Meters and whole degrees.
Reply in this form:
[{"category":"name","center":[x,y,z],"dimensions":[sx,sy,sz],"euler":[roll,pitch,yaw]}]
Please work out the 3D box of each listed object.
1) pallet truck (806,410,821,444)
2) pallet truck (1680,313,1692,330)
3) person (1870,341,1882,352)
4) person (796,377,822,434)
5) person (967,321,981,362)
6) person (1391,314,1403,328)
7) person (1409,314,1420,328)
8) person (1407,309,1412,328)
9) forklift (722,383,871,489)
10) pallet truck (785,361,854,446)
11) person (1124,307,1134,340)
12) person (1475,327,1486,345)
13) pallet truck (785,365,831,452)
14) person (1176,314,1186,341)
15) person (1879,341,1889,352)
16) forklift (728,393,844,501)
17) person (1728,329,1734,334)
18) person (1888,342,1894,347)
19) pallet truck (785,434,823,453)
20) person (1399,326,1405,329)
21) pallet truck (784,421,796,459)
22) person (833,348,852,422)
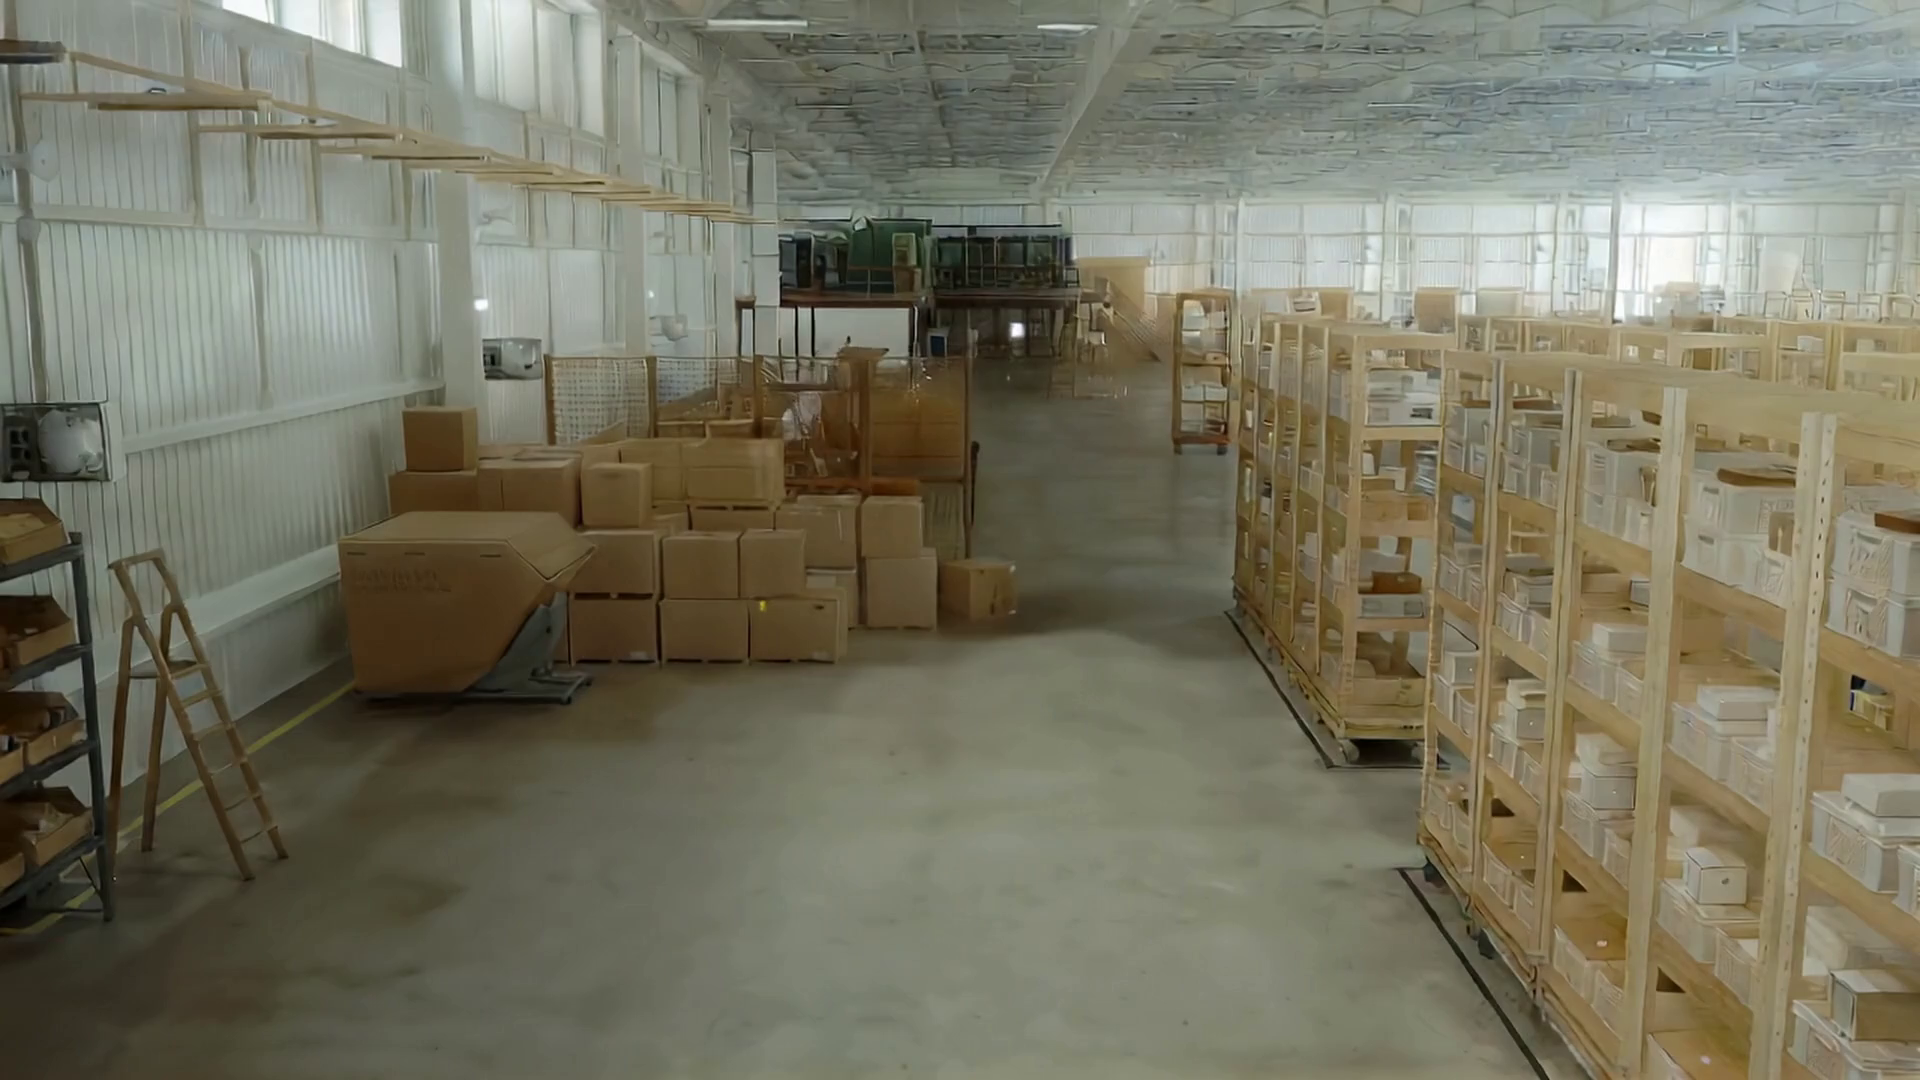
[{"category":"pallet truck","center":[-3.559,-2.018,33.905],"dimensions":[1.522,1.261,0.704],"euler":[0,9,-1]},{"category":"pallet truck","center":[36.315,-10.531,84.244],"dimensions":[0.823,1.965,1.885],"euler":[-6,11,-33]},{"category":"person","center":[34.021,-6.810,61.776],"dimensions":[0.749,1.841,0.526],"euler":[-3,10,-20]},{"category":"person","center":[-3.155,-2.561,35.609],"dimensions":[0.654,1.828,1.031],"euler":[4,10,25]},{"category":"person","center":[0.616,-8.932,74.844],"dimensions":[0.689,1.864,0.337],"euler":[0,9,-2]},{"category":"person","center":[21.767,-10.291,83.073],"dimensions":[0.638,1.914,0.670],"euler":[-6,11,-35]},{"category":"person","center":[23.722,-10.888,86.948],"dimensions":[0.434,1.831,0.644],"euler":[-4,10,-23]},{"category":"person","center":[25.600,-12.179,94.658],"dimensions":[0.398,1.918,0.586],"euler":[6,11,32]},{"category":"forklift","center":[-2.893,-1.687,28.729],"dimensions":[2.680,1.987,1.157],"euler":[0,9,-1]},{"category":"pallet truck","center":[-3.410,-3.193,38.978],"dimensions":[1.885,1.965,0.823],"euler":[0,9,-1]},{"category":"person","center":[9.960,-12.745,98.057],"dimensions":[0.605,1.946,0.395],"euler":[-4,10,-23]},{"category":"person","center":[22.794,-8.639,72.909],"dimensions":[0.560,1.896,0.987],"euler":[-3,10,-16]},{"category":"pallet truck","center":[-3.774,-2.976,37.635],"dimensions":[1.885,1.965,0.823],"euler":[1,9,5]},{"category":"person","center":[12.887,-12.528,97.109],"dimensions":[0.810,1.811,0.666],"euler":[-6,11,-33]},{"category":"person","center":[31.921,-6.189,57.580],"dimensions":[0.920,1.963,0.623],"euler":[6,11,35]},{"category":"forklift","center":[-2.979,-1.316,26.476],"dimensions":[2.680,1.987,1.157],"euler":[0,9,1]},{"category":"person","center":[30.578,-7.628,66.197],"dimensions":[0.929,2.000,0.682],"euler":[4,10,24]},{"category":"person","center":[32.812,-6.326,58.396],"dimensions":[0.611,1.964,0.364],"euler":[6,11,33]},{"category":"pallet truck","center":[-3.814,-2.432,36.419],"dimensions":[1.630,1.274,0.653],"euler":[0,9,1]},{"category":"person","center":[17.498,-7.547,66.118],"dimensions":[0.872,1.900,0.568],"euler":[-3,10,-16]},{"category":"pallet truck","center":[-4.013,-1.793,32.705],"dimensions":[1.601,1.201,0.680],"euler":[0,9,1]},{"category":"person","center":[-3.279,-4.158,44.894],"dimensions":[0.862,2.011,0.615],"euler":[-3,10,-18]}]
